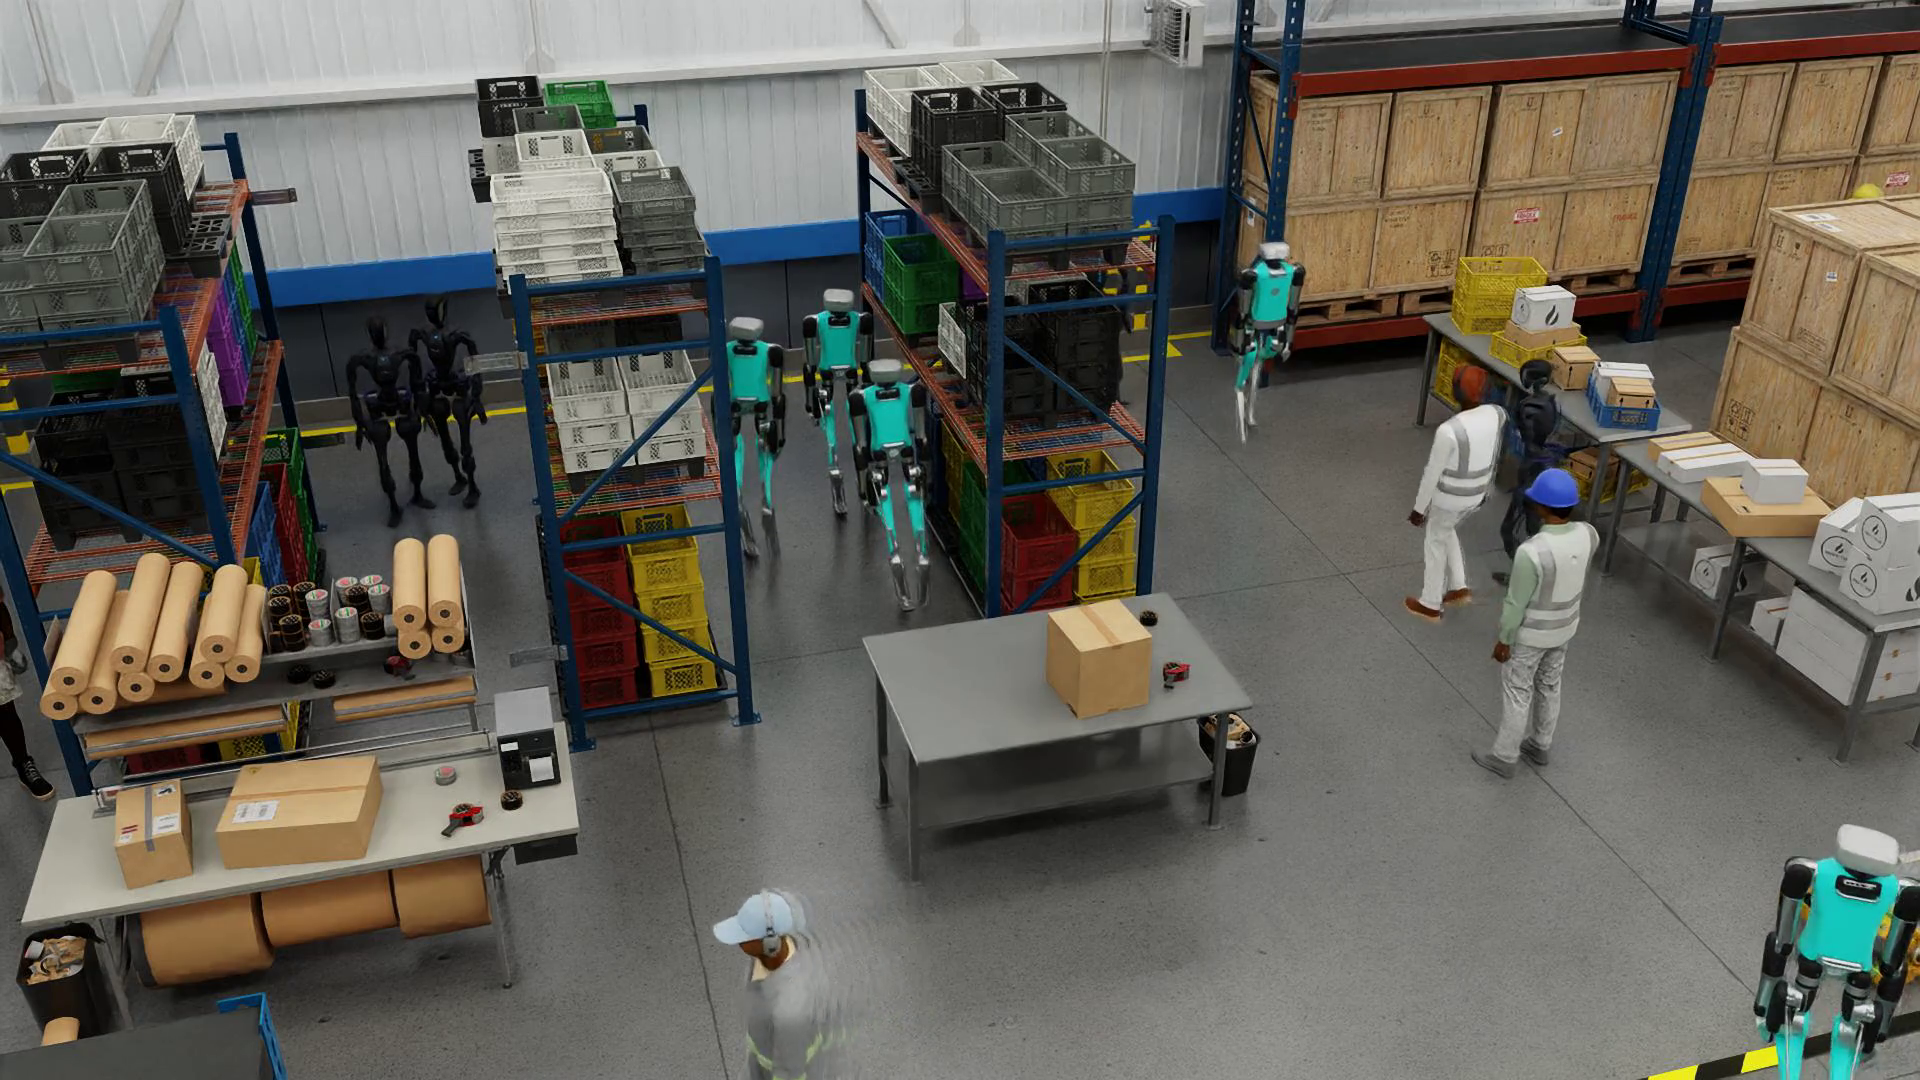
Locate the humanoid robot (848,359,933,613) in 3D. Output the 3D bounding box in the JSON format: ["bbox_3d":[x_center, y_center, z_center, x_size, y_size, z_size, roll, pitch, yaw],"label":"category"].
[{"bbox_3d":[-0.409,-0.239,11.139,0.550,1.833,0.811,-6,29,-11],"label":"humanoid robot"}]

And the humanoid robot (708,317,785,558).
[{"bbox_3d":[-1.511,-0.603,11.823,0.530,1.849,0.774,0,29,0],"label":"humanoid robot"}]

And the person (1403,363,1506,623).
[{"bbox_3d":[3.251,-0.299,11.032,0.606,1.872,0.431,-18,34,-30],"label":"person"}]

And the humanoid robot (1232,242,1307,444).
[{"bbox_3d":[2.430,-1.662,13.698,0.531,1.797,0.835,-5,29,-9],"label":"humanoid robot"}]

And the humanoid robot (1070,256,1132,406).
[{"bbox_3d":[1.180,-1.886,14.136,0.608,1.647,0.460,-2,29,-4],"label":"humanoid robot"}]

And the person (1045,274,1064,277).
[{"bbox_3d":[0.722,-1.738,13.496,0.515,2.023,0.624,2,29,4],"label":"person"}]

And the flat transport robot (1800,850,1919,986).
[{"bbox_3d":[5.163,1.916,8.676,1.431,0.231,0.659,-8,30,-14],"label":"flat transport robot"}]

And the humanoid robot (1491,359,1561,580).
[{"bbox_3d":[4.000,-0.454,11.535,0.498,1.630,0.615,16,32,26],"label":"humanoid robot"}]

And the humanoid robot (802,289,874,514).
[{"bbox_3d":[-0.861,-0.905,12.343,0.543,1.856,0.653,-6,29,-11],"label":"humanoid robot"}]

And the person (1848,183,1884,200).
[{"bbox_3d":[7.767,-2.213,14.564,0.598,1.829,0.404,-24,37,-37],"label":"person"}]

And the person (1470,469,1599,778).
[{"bbox_3d":[3.306,0.486,9.547,0.606,1.939,0.415,-16,33,-27],"label":"person"}]

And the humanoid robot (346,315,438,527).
[{"bbox_3d":[-4.219,-0.917,12.389,0.599,1.634,0.549,-12,31,-20],"label":"humanoid robot"}]

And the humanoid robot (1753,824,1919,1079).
[{"bbox_3d":[3.558,2.088,6.845,0.551,1.769,0.801,10,30,18],"label":"humanoid robot"}]

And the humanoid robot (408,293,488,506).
[{"bbox_3d":[-3.914,-1.070,12.642,0.603,1.646,0.464,1,29,2],"label":"humanoid robot"}]

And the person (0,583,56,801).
[{"bbox_3d":[-5.506,0.660,9.199,0.368,1.966,0.605,24,37,36],"label":"person"}]

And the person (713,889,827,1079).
[{"bbox_3d":[-0.689,2.128,6.692,0.945,1.808,0.602,-9,30,-16],"label":"person"}]
